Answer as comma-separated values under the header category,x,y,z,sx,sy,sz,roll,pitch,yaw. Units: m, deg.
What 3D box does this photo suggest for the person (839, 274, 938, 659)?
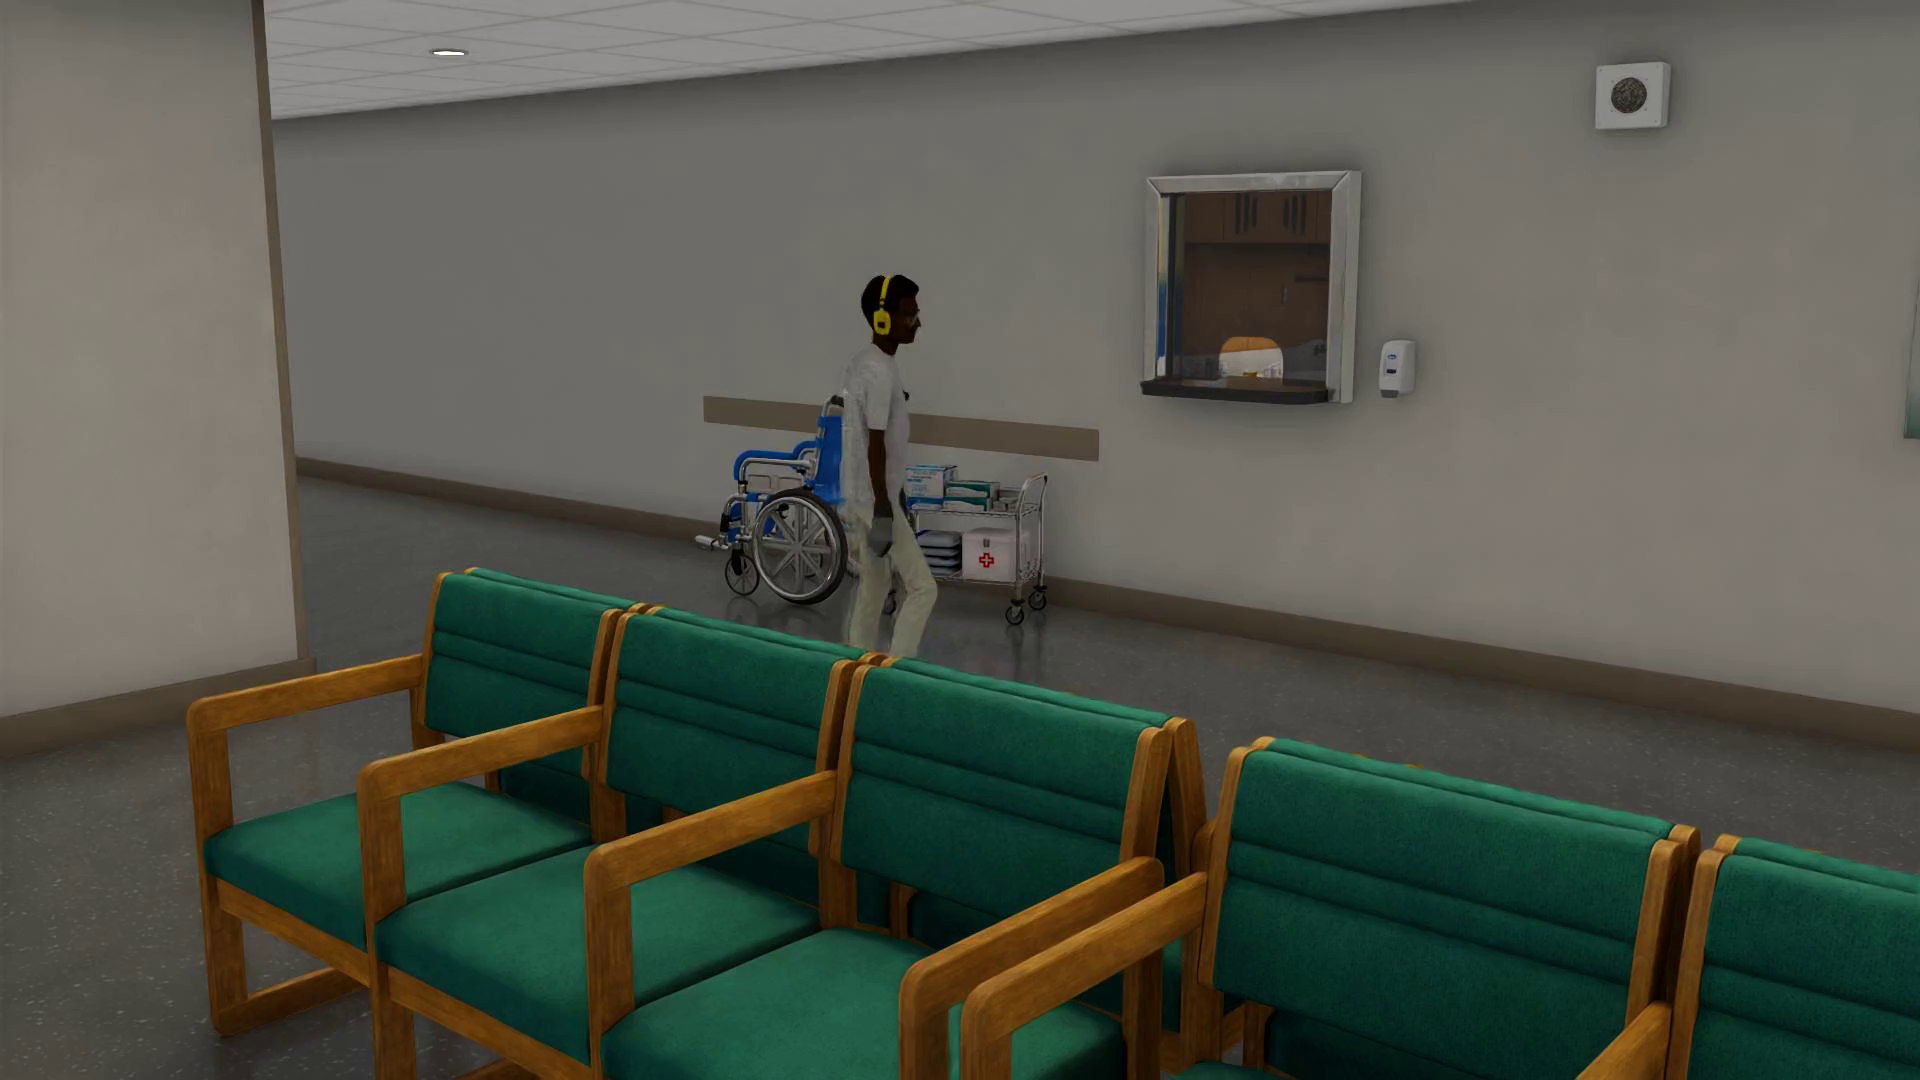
category,x,y,z,sx,sy,sz,roll,pitch,yaw
person,-0.269,-0.151,6.829,0.475,1.853,0.583,-3,10,-16
